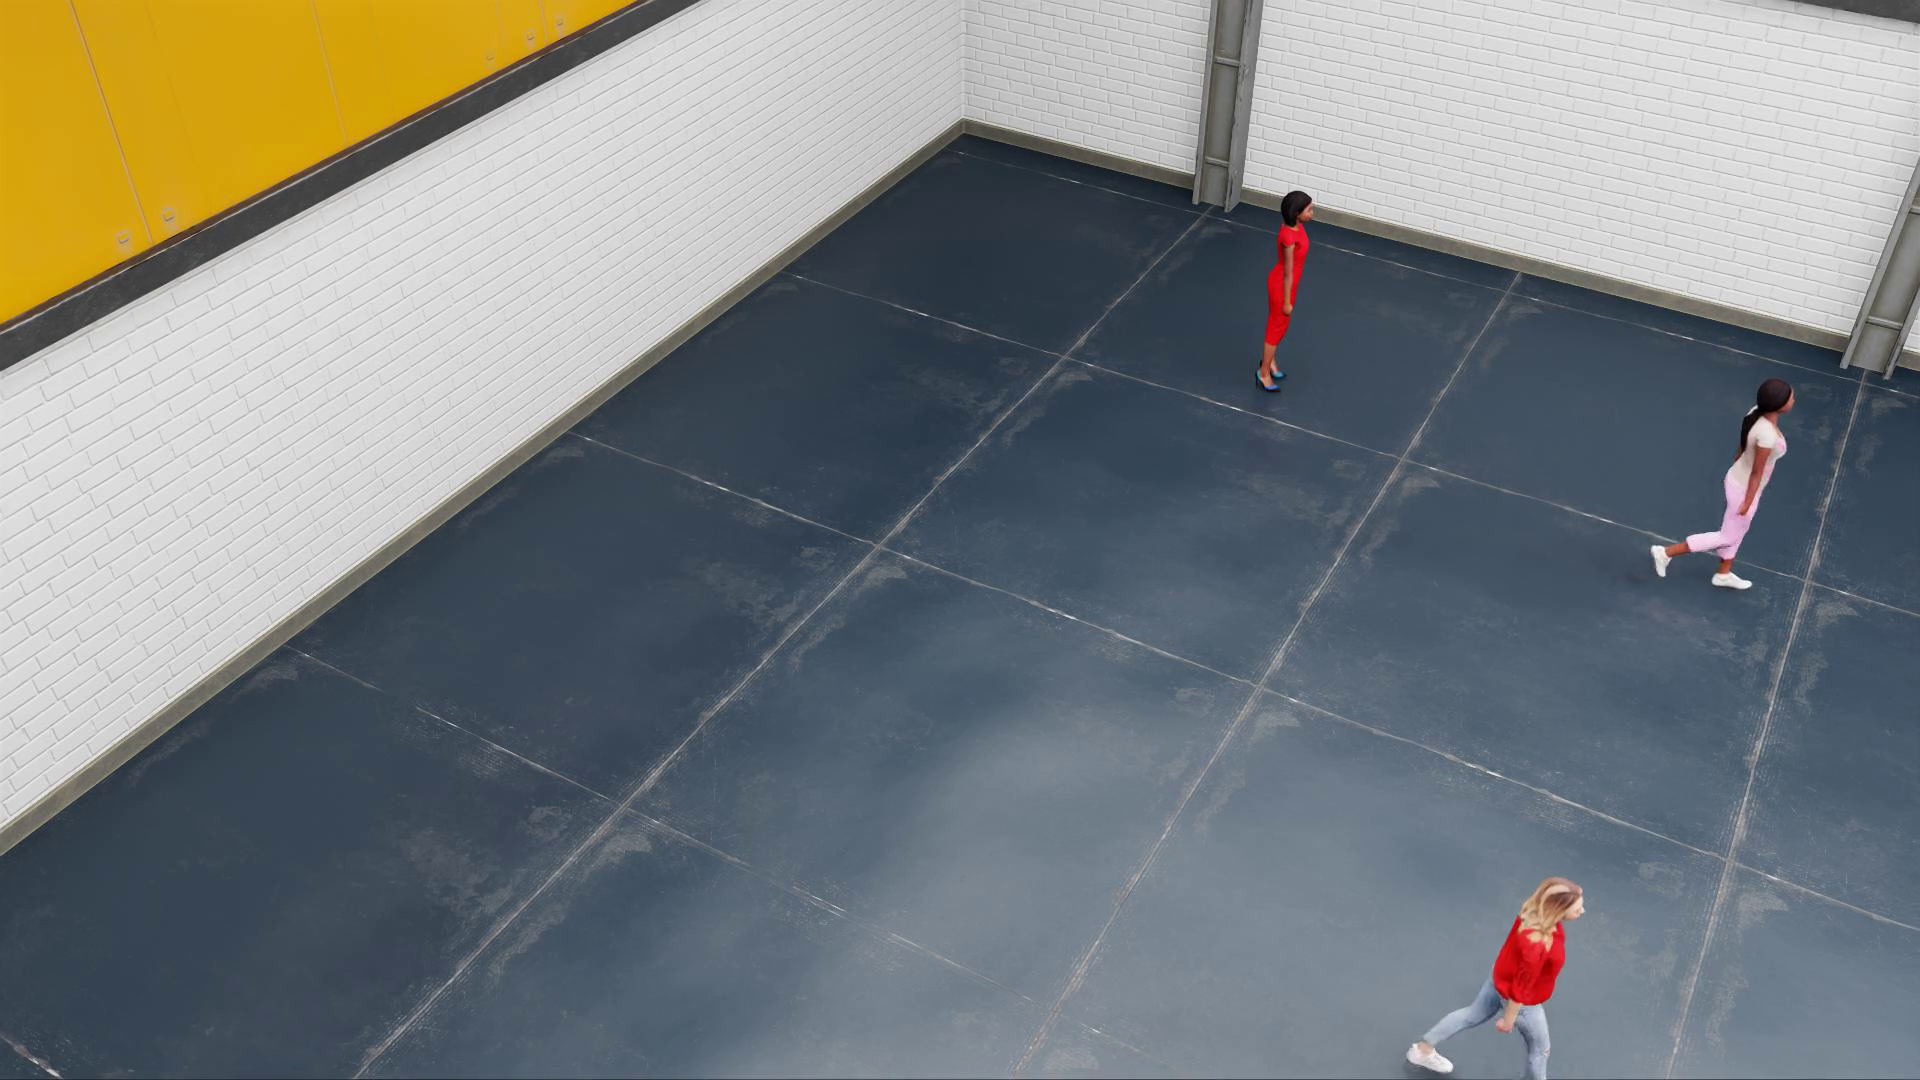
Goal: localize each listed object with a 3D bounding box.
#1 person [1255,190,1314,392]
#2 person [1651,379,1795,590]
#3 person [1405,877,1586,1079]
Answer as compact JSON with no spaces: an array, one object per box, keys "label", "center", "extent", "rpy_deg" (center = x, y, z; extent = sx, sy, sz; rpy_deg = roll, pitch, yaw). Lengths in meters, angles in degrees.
[{"label":"person","center":[2.614,-2.020,13.464],"extent":[0.573,1.742,0.610],"rpy_deg":[10,40,12]},{"label":"person","center":[5.272,-0.357,11.393],"extent":[1.052,1.728,0.777],"rpy_deg":[7,39,9]},{"label":"person","center":[2.674,2.203,8.239],"extent":[1.175,1.663,0.834],"rpy_deg":[10,40,12]}]
